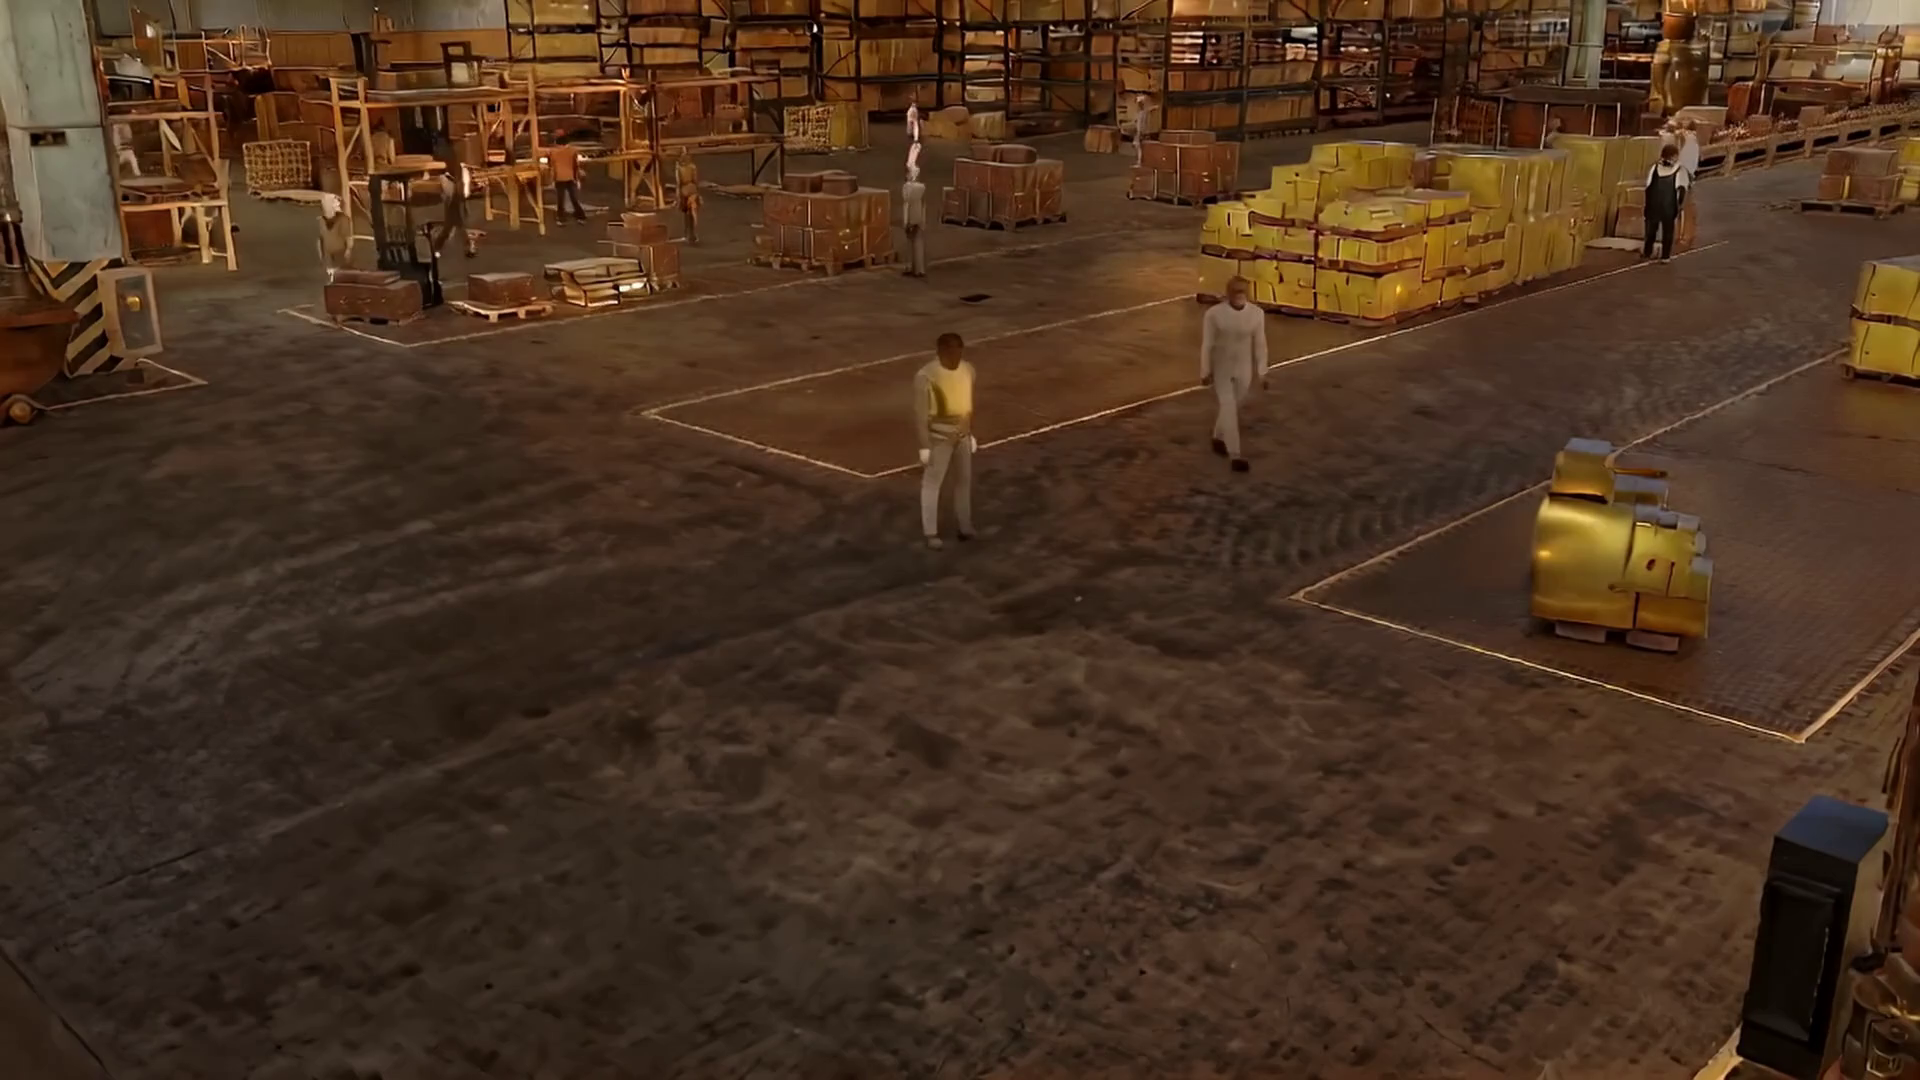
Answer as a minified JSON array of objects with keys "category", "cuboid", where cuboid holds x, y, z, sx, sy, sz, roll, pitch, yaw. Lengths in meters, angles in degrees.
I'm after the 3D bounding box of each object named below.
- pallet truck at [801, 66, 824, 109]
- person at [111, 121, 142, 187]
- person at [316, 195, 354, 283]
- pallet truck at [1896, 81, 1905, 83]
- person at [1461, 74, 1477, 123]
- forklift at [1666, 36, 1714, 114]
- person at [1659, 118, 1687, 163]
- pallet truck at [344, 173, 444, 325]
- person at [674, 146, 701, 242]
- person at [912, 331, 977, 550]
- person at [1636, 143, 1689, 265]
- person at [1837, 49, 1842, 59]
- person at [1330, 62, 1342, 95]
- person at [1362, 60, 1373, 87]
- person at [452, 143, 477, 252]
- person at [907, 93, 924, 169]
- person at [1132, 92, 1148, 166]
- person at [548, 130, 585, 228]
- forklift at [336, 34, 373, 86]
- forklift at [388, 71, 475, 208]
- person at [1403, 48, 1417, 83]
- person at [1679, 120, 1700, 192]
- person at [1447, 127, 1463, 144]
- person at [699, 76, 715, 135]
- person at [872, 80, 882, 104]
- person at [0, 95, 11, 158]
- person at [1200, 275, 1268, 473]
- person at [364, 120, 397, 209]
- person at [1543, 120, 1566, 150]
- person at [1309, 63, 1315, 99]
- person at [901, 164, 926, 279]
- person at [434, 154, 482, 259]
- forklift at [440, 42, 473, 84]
[{"category":"pallet truck","cuboid":[-4.812,-15.182,56.903,0.823,1.965,1.885,-9,21,-26]},{"category":"person","cuboid":[-19.424,-9.024,38.600,0.966,1.846,0.591,5,19,15]},{"category":"person","cuboid":[-9.115,-4.225,24.373,0.539,1.681,0.547,1,18,3]},{"category":"pallet truck","cuboid":[34.802,-16.331,61.455,0.653,1.274,1.630,17,25,41]},{"category":"person","cuboid":[17.795,-15.458,58.229,0.536,1.678,0.630,4,19,13]},{"category":"forklift","cuboid":[27.341,-17.291,61.877,1.129,2.768,1.873,17,25,41]},{"category":"person","cuboid":[15.685,-8.410,36.815,0.859,1.786,0.608,-17,25,-42]},{"category":"pallet truck","cuboid":[-8.209,-4.181,23.757,0.823,1.965,1.885,3,19,9]},{"category":"person","cuboid":[-5.082,-6.422,30.908,0.488,1.743,0.321,-14,23,-37]},{"category":"person","cuboid":[-0.102,-0.840,13.940,0.631,1.841,0.429,-14,23,-36]},{"category":"person","cuboid":[11.948,-5.710,28.299,0.536,2.000,0.676,-17,25,-41]},{"category":"person","cuboid":[41.235,-22.264,78.272,0.415,1.984,0.615,13,22,34]},{"category":"person","cuboid":[16.396,-20.272,72.401,0.869,1.882,0.592,-8,20,-23]},{"category":"person","cuboid":[18.578,-21.337,76.019,0.517,1.621,0.541,15,24,39]},{"category":"person","cuboid":[-8.909,-6.107,29.684,0.392,1.920,0.587,-5,19,-15]},{"category":"person","cuboid":[-1.167,-10.595,43.166,0.470,1.949,0.631,-6,19,-18]},{"category":"person","cuboid":[4.757,-10.836,43.904,0.359,1.938,0.545,7,20,20]},{"category":"person","cuboid":[-7.782,-7.130,32.826,0.705,1.891,0.510,-15,24,-38]},{"category":"forklift","cuboid":[-23.355,-18.333,65.015,1.129,2.768,1.873,17,25,41]},{"category":"forklift","cuboid":[-11.726,-8.698,35.987,1.129,2.768,1.873,12,22,32]},{"category":"person","cuboid":[21.366,-22.416,78.997,0.584,1.812,0.614,-15,24,-39]},{"category":"person","cuboid":[14.779,-7.520,33.823,0.382,1.995,0.612,6,19,17]},{"category":"person","cuboid":[10.341,-7.818,35.107,0.468,1.755,0.525,-6,19,-17]},{"category":"person","cuboid":[-8.114,-13.980,53.526,0.521,1.854,0.651,4,19,11]},{"category":"person","cuboid":[-3.242,-17.458,64.373,0.536,1.593,0.835,16,24,39]},{"category":"person","cuboid":[-26.456,-11.525,46.016,0.717,1.919,0.549,11,21,30]},{"category":"person","cuboid":[2.698,-1.672,16.380,0.648,1.890,1.014,-5,19,-15]},{"category":"person","cuboid":[-12.236,-7.889,35.100,0.640,1.906,0.969,3,19,10]},{"category":"person","cuboid":[13.640,-8.776,38.158,0.596,1.644,0.884,-5,19,-14]},{"category":"person","cuboid":[14.594,-18.999,68.565,0.644,1.904,0.967,2,18,5]},{"category":"person","cuboid":[-0.717,-5.144,26.915,0.536,1.828,0.542,-12,22,-32]},{"category":"person","cuboid":[-8.877,-5.789,28.927,0.891,1.804,0.500,-2,18,-5]},{"category":"forklift","cuboid":[-16.800,-15.261,55.760,1.873,2.768,1.129,16,24,41]}]
